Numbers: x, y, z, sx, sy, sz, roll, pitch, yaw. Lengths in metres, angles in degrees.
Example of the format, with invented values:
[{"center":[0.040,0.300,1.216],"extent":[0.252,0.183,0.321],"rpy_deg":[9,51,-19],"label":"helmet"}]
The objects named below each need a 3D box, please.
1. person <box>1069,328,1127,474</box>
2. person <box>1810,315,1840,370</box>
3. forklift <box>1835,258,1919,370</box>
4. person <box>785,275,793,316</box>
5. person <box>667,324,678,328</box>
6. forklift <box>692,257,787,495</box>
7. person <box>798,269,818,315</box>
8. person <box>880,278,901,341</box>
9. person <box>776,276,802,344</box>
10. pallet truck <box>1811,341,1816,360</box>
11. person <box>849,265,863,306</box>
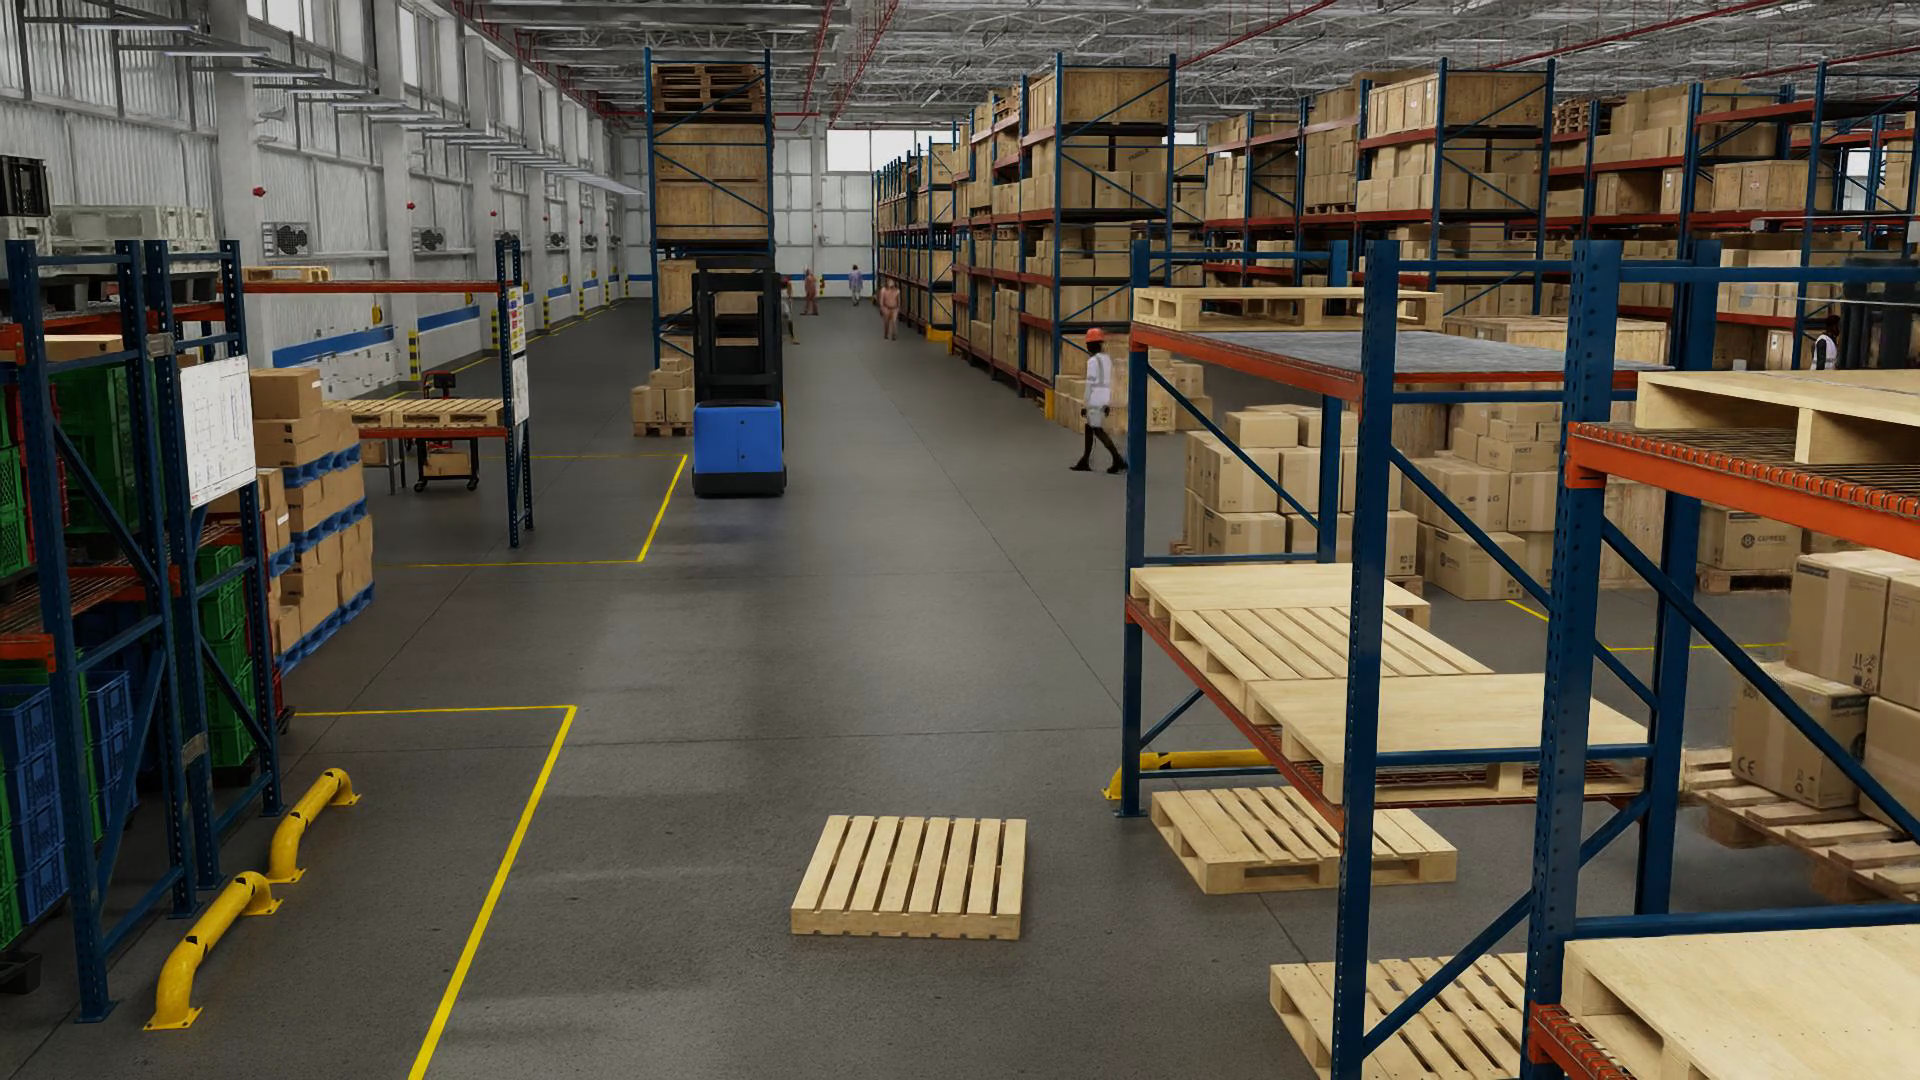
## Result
[{"center":[1.832,-1.796,21.668],"extent":[0.882,1.915,0.556],"rpy_deg":[5,11,24],"label":"person"},{"center":[13.131,-2.462,25.272],"extent":[0.397,1.911,0.587],"rpy_deg":[10,14,43],"label":"person"},{"center":[10.445,-1.844,19.152],"extent":[1.873,2.768,1.129],"rpy_deg":[-1,10,-7],"label":"forklift"},{"center":[-6.893,-9.848,66.937],"extent":[0.313,1.639,0.517],"rpy_deg":[0,10,-1],"label":"person"},{"center":[-7.483,-5.704,43.820],"extent":[0.540,1.696,0.316],"rpy_deg":[-8,13,-37],"label":"person"},{"center":[-2.700,-2.035,20.207],"extent":[1.129,2.768,1.873],"rpy_deg":[-1,10,-6],"label":"forklift"},{"center":[-6.128,-9.970,67.043],"extent":[0.801,1.859,0.672],"rpy_deg":[2,11,14],"label":"person"},{"center":[-2.126,-7.020,50.615],"extent":[0.657,1.882,0.871],"rpy_deg":[-2,10,-12],"label":"person"},{"center":[-5.172,-6.690,48.444],"extent":[1.039,2.002,0.617],"rpy_deg":[-1,10,-5],"label":"person"},{"center":[15.846,-3.142,28.793],"extent":[1.885,1.965,0.823],"rpy_deg":[2,10,12],"label":"pallet truck"},{"center":[-4.795,-11.672,76.265],"extent":[0.646,1.920,0.522],"rpy_deg":[0,10,-1],"label":"person"}]
